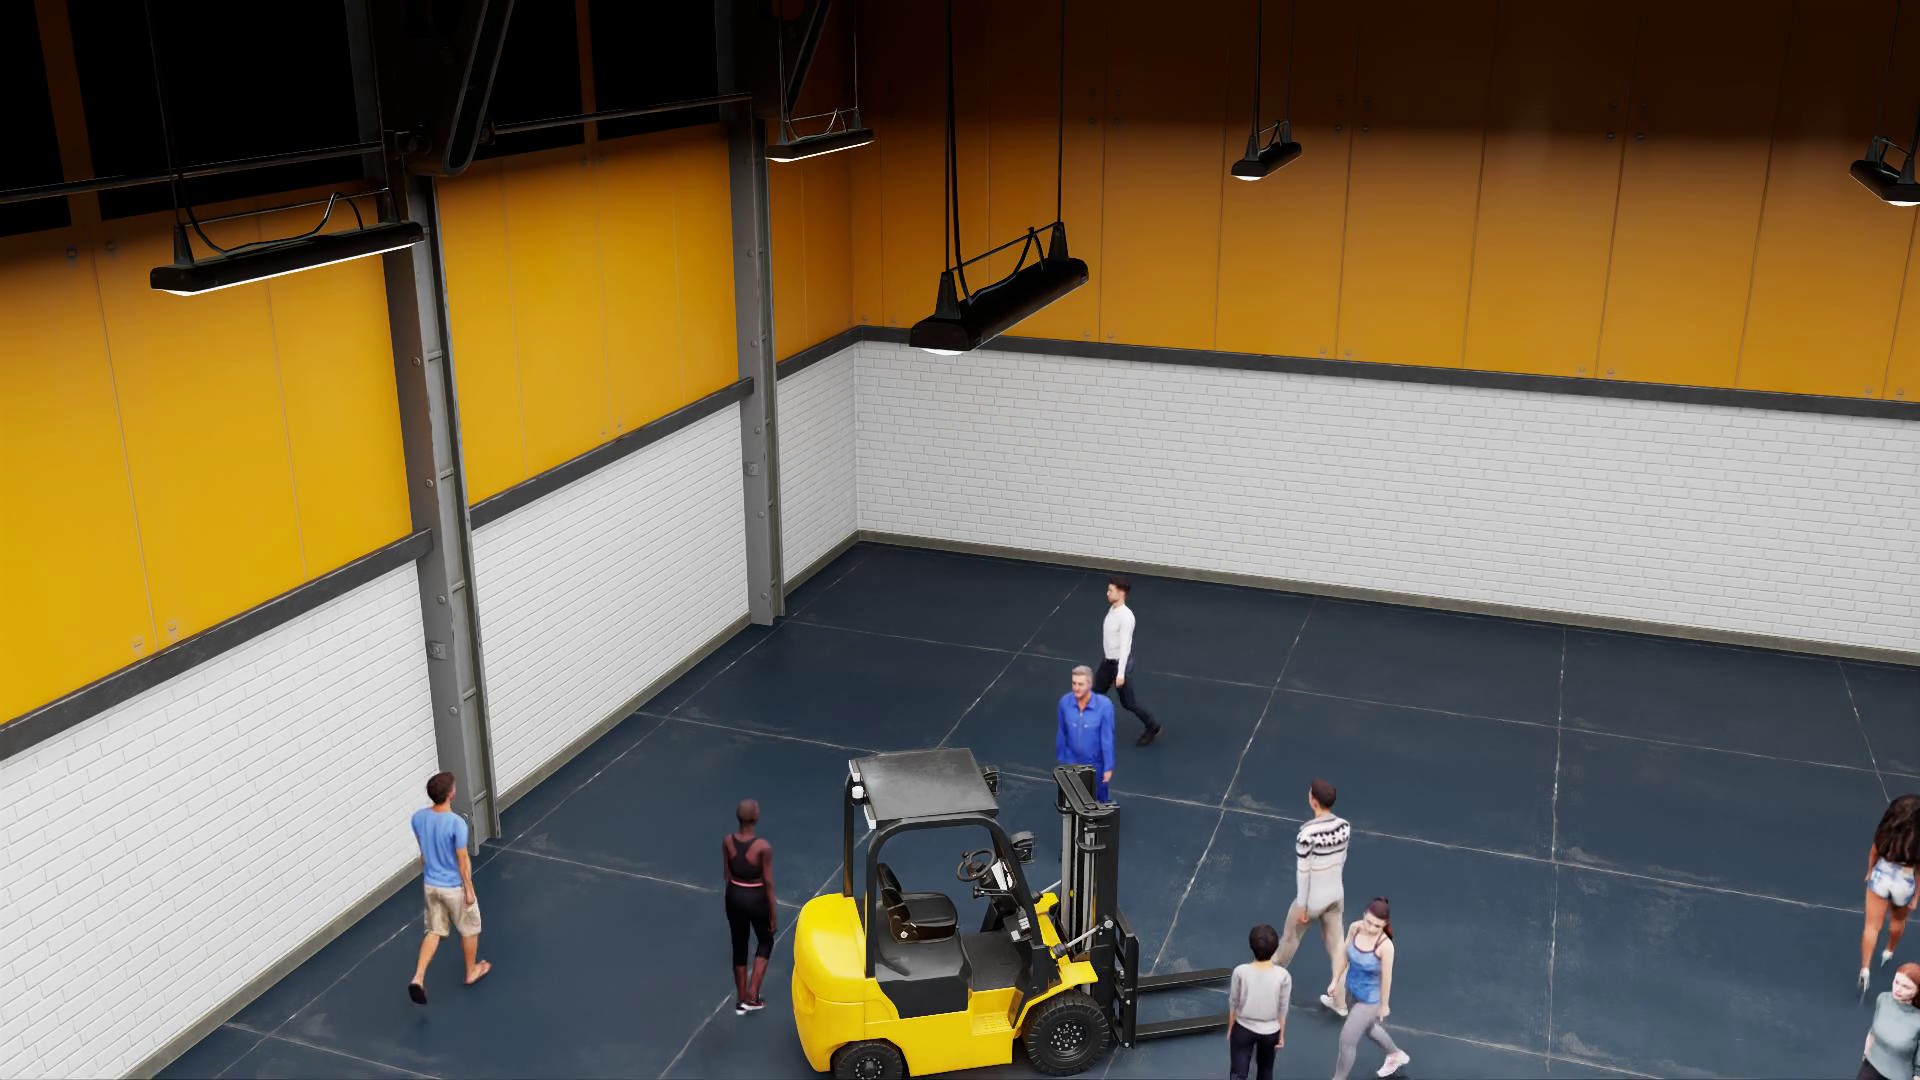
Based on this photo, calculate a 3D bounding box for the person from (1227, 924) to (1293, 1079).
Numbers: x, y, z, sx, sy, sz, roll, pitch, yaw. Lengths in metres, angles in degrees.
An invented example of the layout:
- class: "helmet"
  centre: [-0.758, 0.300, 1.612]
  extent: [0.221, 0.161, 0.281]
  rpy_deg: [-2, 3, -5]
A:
- class: "person"
  centre: [1.986, 3.325, 11.146]
  extent: [0.708, 1.529, 1.039]
  rpy_deg: [2, 19, 6]

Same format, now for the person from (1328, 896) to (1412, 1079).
- class: "person"
  centre: [2.871, 3.163, 11.563]
  extent: [1.043, 1.569, 1.022]
  rpy_deg: [-6, 19, -16]

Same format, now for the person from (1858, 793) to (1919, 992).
- class: "person"
  centre: [7.142, 2.735, 12.803]
  extent: [0.705, 1.589, 1.079]
  rpy_deg: [11, 22, 31]

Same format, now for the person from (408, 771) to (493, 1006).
- class: "person"
  centre: [-3.949, 2.659, 12.634]
  extent: [0.647, 1.841, 1.027]
  rpy_deg: [6, 20, 18]

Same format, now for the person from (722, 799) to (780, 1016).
- class: "person"
  centre: [-1.630, 2.785, 12.405]
  extent: [0.636, 1.749, 0.644]
  rpy_deg: [5, 19, 15]

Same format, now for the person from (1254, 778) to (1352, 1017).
- class: "person"
  centre: [2.757, 2.727, 12.494]
  extent: [1.225, 1.802, 1.249]
  rpy_deg: [-10, 21, -27]

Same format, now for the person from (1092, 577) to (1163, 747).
- class: "person"
  centre: [1.685, 1.256, 16.786]
  extent: [1.143, 1.850, 1.213]
  rpy_deg: [-5, 19, -14]

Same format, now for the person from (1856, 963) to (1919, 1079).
- class: "person"
  centre: [5.925, 3.441, 10.503]
  extent: [1.075, 1.719, 1.051]
  rpy_deg: [-7, 20, -20]

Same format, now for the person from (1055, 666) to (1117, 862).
- class: "person"
  centre: [1.152, 1.948, 14.805]
  extent: [0.734, 1.804, 1.020]
  rpy_deg: [8, 20, 21]
